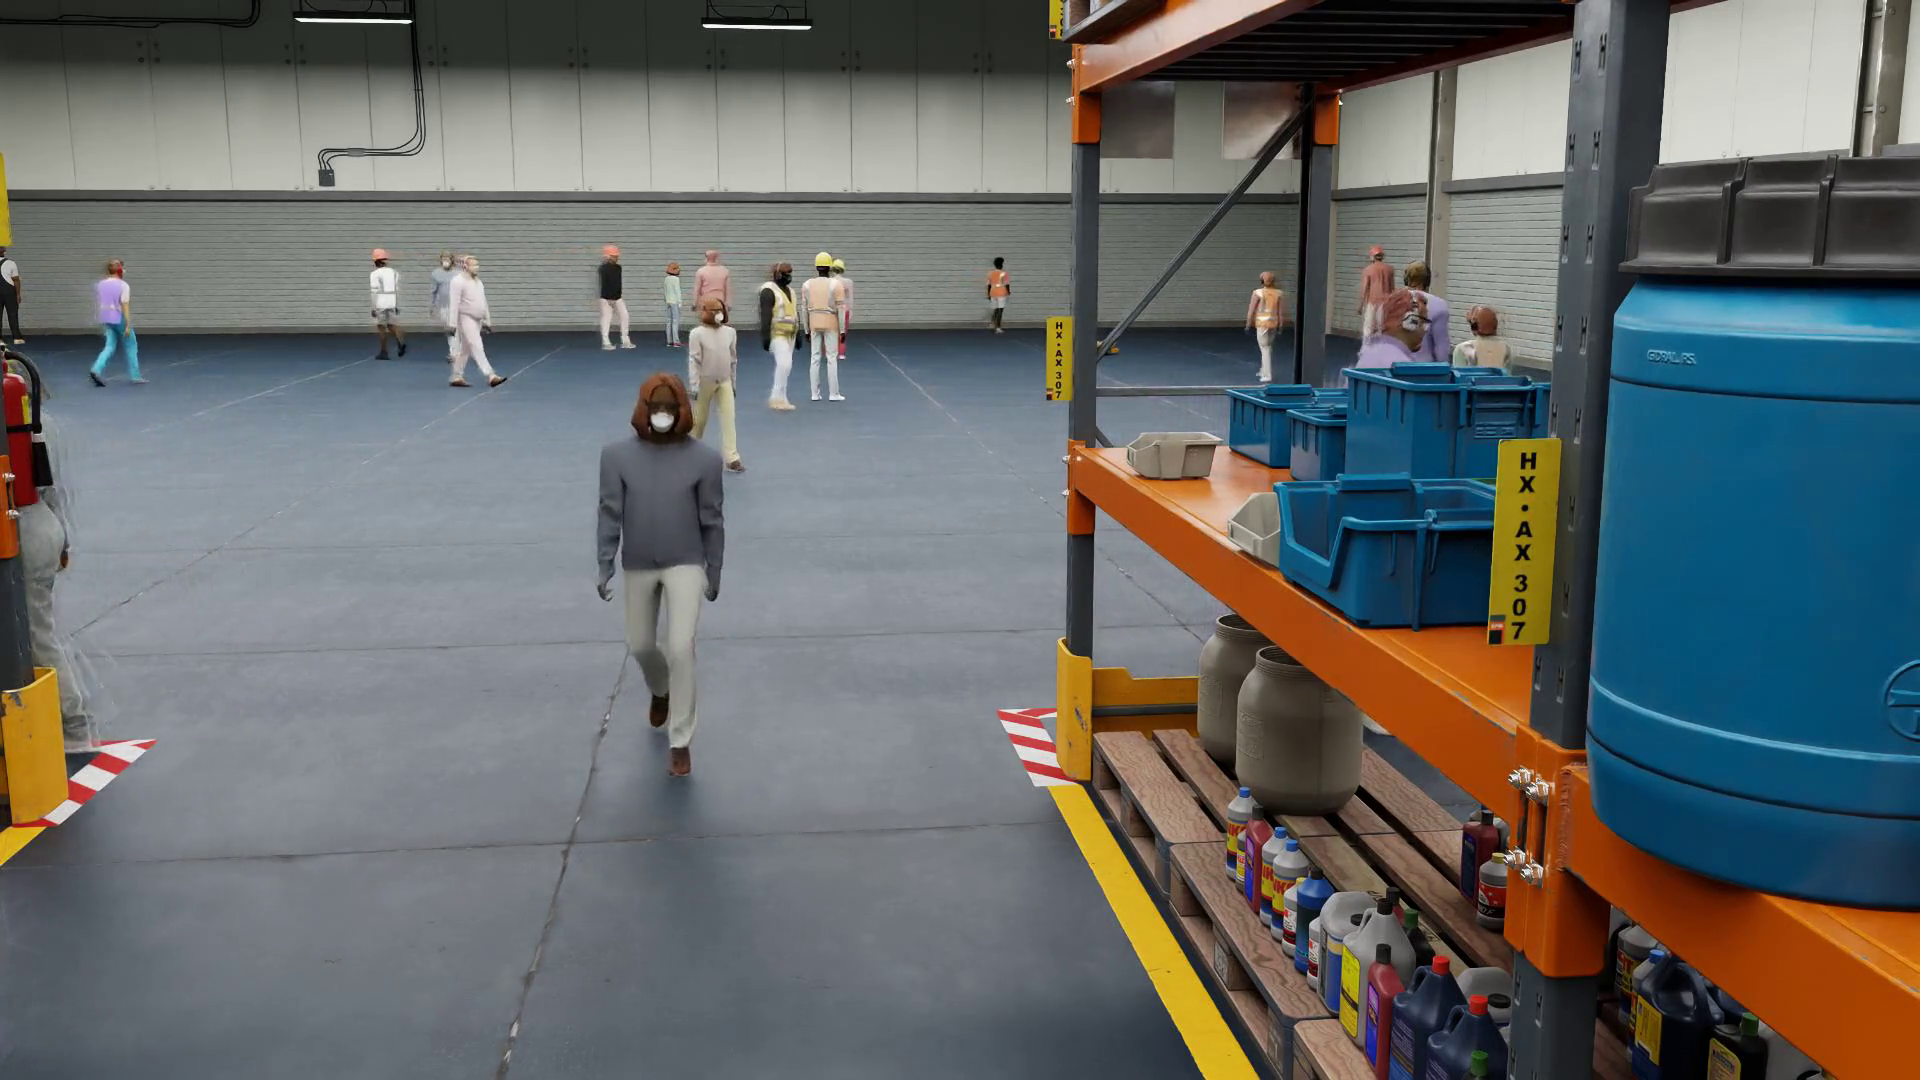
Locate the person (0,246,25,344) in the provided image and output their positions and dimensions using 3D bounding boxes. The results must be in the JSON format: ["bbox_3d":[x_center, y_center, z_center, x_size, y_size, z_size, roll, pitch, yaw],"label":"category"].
[{"bbox_3d":[-19.059,-4.919,33.141,0.687,2.000,0.538,-2,11,-11],"label":"person"}]

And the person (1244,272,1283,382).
[{"bbox_3d":[4.475,-3.156,24.649,0.530,1.609,0.760,-4,11,-23],"label":"person"}]

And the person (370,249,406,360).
[{"bbox_3d":[-9.934,-4.070,28.788,0.551,1.924,0.570,7,12,32],"label":"person"}]

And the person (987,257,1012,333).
[{"bbox_3d":[0.882,-5.425,36.917,0.544,1.682,0.524,8,13,37],"label":"person"}]

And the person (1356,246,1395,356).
[{"bbox_3d":[7.442,-4.250,29.674,0.644,1.986,0.409,-2,10,-9],"label":"person"}]

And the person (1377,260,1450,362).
[{"bbox_3d":[3.871,-1.420,14.240,0.635,1.936,0.354,7,13,35],"label":"person"}]

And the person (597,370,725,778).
[{"bbox_3d":[-1.204,0.100,6.804,0.506,1.608,0.694,0,10,-1],"label":"person"}]

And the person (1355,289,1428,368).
[{"bbox_3d":[2.116,-0.268,8.085,0.418,1.876,0.698,1,10,4],"label":"person"}]

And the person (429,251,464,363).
[{"bbox_3d":[-8.746,-3.992,28.498,0.653,1.888,1.036,-1,10,-3],"label":"person"}]

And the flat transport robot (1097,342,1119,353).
[{"bbox_3d":[2.255,-3.449,29.933,0.652,0.197,1.431,6,12,31],"label":"flat transport robot"}]

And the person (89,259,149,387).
[{"bbox_3d":[-12.139,-3.112,23.852,0.571,1.821,0.849,4,11,21],"label":"person"}]

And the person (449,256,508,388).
[{"bbox_3d":[-6.843,-3.074,23.513,1.005,1.854,0.672,3,11,15],"label":"person"}]

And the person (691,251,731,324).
[{"bbox_3d":[-4.543,-4.272,30.088,0.650,1.862,0.977,-8,13,-39],"label":"person"}]

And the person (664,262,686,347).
[{"bbox_3d":[-5.579,-4.591,32.453,0.278,1.634,0.498,-9,14,-40],"label":"person"}]

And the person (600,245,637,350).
[{"bbox_3d":[-6.485,-4.565,31.408,0.802,1.959,0.619,6,12,29],"label":"person"}]

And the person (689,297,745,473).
[{"bbox_3d":[-2.267,-1.435,15.267,0.511,1.593,0.865,-7,12,-34],"label":"person"}]

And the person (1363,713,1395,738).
[{"bbox_3d":[1.913,0.089,6.877,0.516,1.603,0.790,-5,12,-28],"label":"person"}]

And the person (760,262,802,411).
[{"bbox_3d":[-2.154,-2.471,20.300,0.479,1.828,0.659,5,11,25],"label":"person"}]

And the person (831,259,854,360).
[{"bbox_3d":[-2.100,-3.972,28.736,0.531,1.753,0.459,1,10,6],"label":"person"}]

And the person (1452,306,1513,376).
[{"bbox_3d":[3.854,-0.947,12.527,0.546,1.603,0.782,-3,11,-14],"label":"person"}]

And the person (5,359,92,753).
[{"bbox_3d":[-3.831,0.055,6.733,0.500,1.712,0.506,-1,10,-5],"label":"person"}]

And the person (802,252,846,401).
[{"bbox_3d":[-1.760,-2.759,21.602,0.591,1.930,0.357,3,11,17],"label":"person"}]
